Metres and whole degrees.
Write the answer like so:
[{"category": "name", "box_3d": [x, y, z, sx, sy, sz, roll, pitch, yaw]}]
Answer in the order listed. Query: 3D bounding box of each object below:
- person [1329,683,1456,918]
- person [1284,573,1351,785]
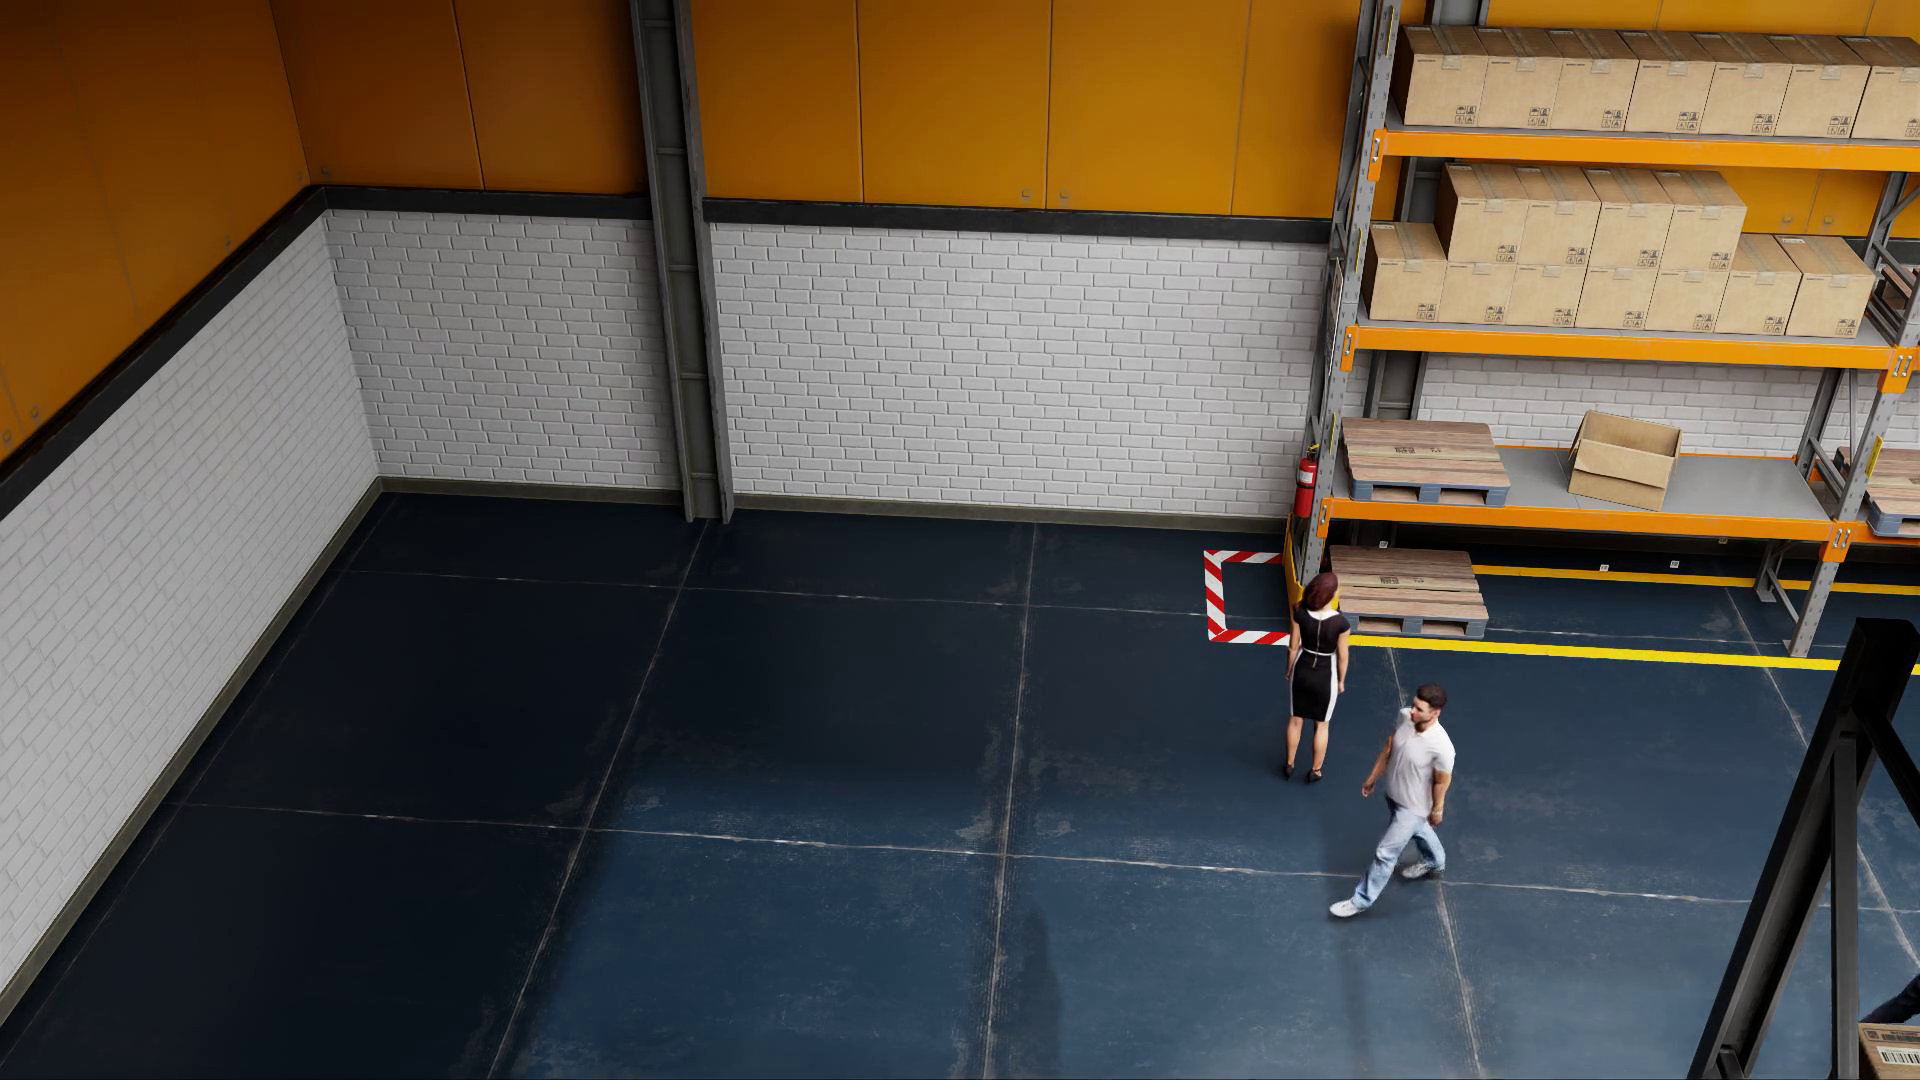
[{"category": "person", "box_3d": [3.007, 1.647, 10.875, 1.285, 1.819, 0.971, -9, 35, -13]}, {"category": "person", "box_3d": [2.525, 1.004, 11.861, 0.543, 1.797, 0.704, 14, 36, 21]}]
